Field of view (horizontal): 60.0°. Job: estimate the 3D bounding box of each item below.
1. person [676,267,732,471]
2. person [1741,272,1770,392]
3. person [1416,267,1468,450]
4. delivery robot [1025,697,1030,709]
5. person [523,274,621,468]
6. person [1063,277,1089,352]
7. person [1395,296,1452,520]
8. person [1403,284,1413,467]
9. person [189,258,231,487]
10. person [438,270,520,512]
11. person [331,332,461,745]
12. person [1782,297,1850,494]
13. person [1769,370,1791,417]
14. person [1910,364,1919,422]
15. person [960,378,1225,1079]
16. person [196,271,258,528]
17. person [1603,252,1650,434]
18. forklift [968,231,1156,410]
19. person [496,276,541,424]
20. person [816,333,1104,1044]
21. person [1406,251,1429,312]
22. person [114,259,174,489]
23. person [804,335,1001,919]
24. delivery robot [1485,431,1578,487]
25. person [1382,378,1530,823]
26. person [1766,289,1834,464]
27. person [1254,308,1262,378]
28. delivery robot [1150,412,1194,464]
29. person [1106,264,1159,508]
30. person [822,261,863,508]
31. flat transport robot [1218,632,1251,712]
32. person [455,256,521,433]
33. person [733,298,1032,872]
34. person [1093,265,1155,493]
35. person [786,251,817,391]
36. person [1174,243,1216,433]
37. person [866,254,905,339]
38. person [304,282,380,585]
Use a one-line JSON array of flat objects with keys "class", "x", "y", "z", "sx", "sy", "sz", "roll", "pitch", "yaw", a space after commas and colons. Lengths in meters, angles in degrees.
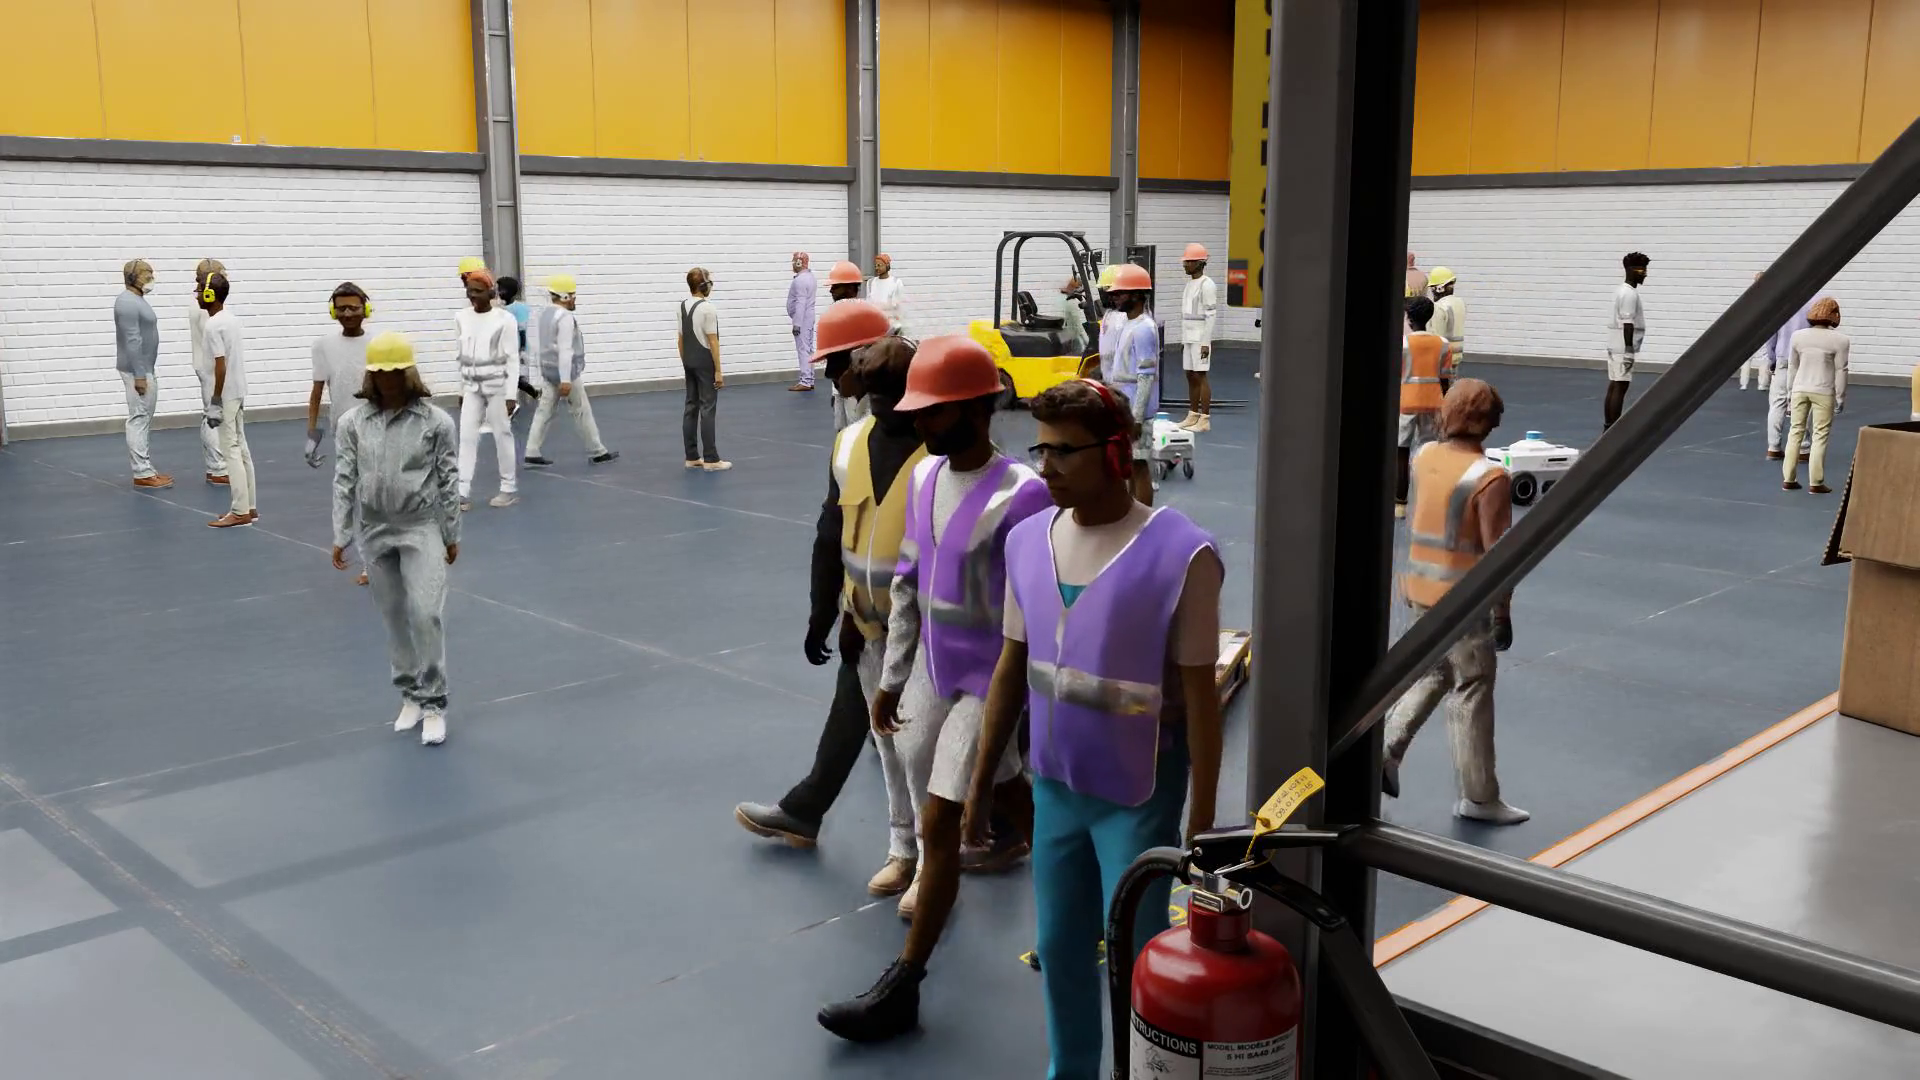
[{"class": "person", "x": -2.342, "y": -1.544, "z": 15.096, "sx": 0.507, "sy": 1.847, "sz": 0.346, "roll": 9, "pitch": 13, "yaw": 39}, {"class": "person", "x": 10.957, "y": -2.849, "z": 22.819, "sx": 0.546, "sy": 1.630, "sz": 0.332, "roll": 9, "pitch": 13, "yaw": 39}, {"class": "person", "x": 4.748, "y": -1.777, "z": 16.430, "sx": 0.403, "sy": 1.823, "sz": 0.588, "roll": 9, "pitch": 13, "yaw": 39}, {"class": "delivery robot", "x": -0.012, "y": 0.548, "z": 6.957, "sx": 0.707, "sy": 0.478, "sz": 0.477, "roll": 3, "pitch": 11, "yaw": 14}, {"class": "person", "x": -3.636, "y": -1.545, "z": 15.279, "sx": 0.925, "sy": 1.783, "sz": 0.613, "roll": -8, "pitch": 13, "yaw": -36}, {"class": "person", "x": 1.544, "y": -2.640, "z": 21.780, "sx": 0.876, "sy": 1.579, "sz": 0.511, "roll": 1, "pitch": 10, "yaw": 7}, {"class": "person", "x": 3.406, "y": -0.981, "z": 12.463, "sx": 0.544, "sy": 1.683, "sz": 0.359, "roll": -3, "pitch": 11, "yaw": -14}, {"class": "person", "x": 3.990, "y": -1.505, "z": 15.236, "sx": 0.912, "sy": 1.719, "sz": 0.526, "roll": -3, "pitch": 11, "yaw": -17}, {"class": "person", "x": -6.345, "y": -1.424, "z": 14.191, "sx": 0.368, "sy": 1.938, "sz": 0.633, "roll": -6, "pitch": 12, "yaw": -30}, {"class": "person", "x": -3.703, "y": -1.137, "z": 12.840, "sx": 0.607, "sy": 1.853, "sz": 0.796, "roll": 3, "pitch": 11, "yaw": 16}, {"class": "person", "x": -2.382, "y": 0.000, "z": 6.998, "sx": 0.492, "sy": 1.726, "sz": 0.634, "roll": 0, "pitch": 10, "yaw": -1}, {"class": "person", "x": 7.101, "y": -1.197, "z": 13.809, "sx": 0.280, "sy": 1.624, "sz": 0.494, "roll": -8, "pitch": 13, "yaw": -37}, {"class": "person", "x": 9.795, "y": -2.267, "z": 19.611, "sx": 0.278, "sy": 1.636, "sz": 0.506, "roll": -6, "pitch": 12, "yaw": -28}, {"class": "person", "x": 4.614, "y": -0.255, "z": 7.803, "sx": 0.545, "sy": 1.942, "sz": 0.351, "roll": -4, "pitch": 11, "yaw": -20}, {"class": "person", "x": 0.310, "y": 0.562, "z": 3.647, "sx": 0.437, "sy": 1.832, "sz": 0.604, "roll": -10, "pitch": 14, "yaw": -42}, {"class": "person", "x": -5.396, "y": -1.022, "z": 12.182, "sx": 0.335, "sy": 1.873, "sz": 0.519, "roll": -1, "pitch": 10, "yaw": -5}, {"class": "person", "x": 6.829, "y": -1.968, "z": 17.082, "sx": 0.369, "sy": 1.963, "sz": 0.609, "roll": 2, "pitch": 11, "yaw": 12}, {"class": "forklift", "x": 1.222, "y": -2.721, "z": 20.561, "sx": 2.313, "sy": 2.155, "sz": 1.214, "roll": 2, "pitch": 11, "yaw": 13}, {"class": "person", "x": -5.007, "y": -2.145, "z": 18.820, "sx": 0.543, "sy": 1.677, "sz": 0.528, "roll": 10, "pitch": 14, "yaw": 43}, {"class": "person", "x": 0.055, "y": 0.370, "z": 4.582, "sx": 1.031, "sy": 1.886, "sz": 0.537, "roll": -6, "pitch": 12, "yaw": -31}, {"class": "person", "x": 6.481, "y": -3.267, "z": 24.334, "sx": 0.683, "sy": 1.904, "sz": 0.402, "roll": -2, "pitch": 11, "yaw": -12}, {"class": "person", "x": -6.925, "y": -1.400, "z": 14.073, "sx": 0.370, "sy": 1.934, "sz": 0.627, "roll": -4, "pitch": 11, "yaw": -20}, {"class": "person", "x": -0.202, "y": 0.275, "z": 5.241, "sx": 0.650, "sy": 1.827, "sz": 0.557, "roll": 7, "pitch": 13, "yaw": 34}, {"class": "delivery robot", "x": 4.604, "y": -0.633, "z": 13.393, "sx": 0.707, "sy": 0.478, "sz": 0.477, "roll": -3, "pitch": 11, "yaw": -17}, {"class": "person", "x": 1.774, "y": 0.223, "z": 6.043, "sx": 0.491, "sy": 1.626, "sz": 0.558, "roll": -3, "pitch": 11, "yaw": -18}, {"class": "person", "x": 7.878, "y": -1.688, "z": 15.627, "sx": 0.355, "sy": 1.938, "sz": 0.634, "roll": -6, "pitch": 12, "yaw": -29}, {"class": "person", "x": 4.661, "y": -3.349, "z": 24.951, "sx": 0.625, "sy": 1.843, "sz": 0.430, "roll": -7, "pitch": 12, "yaw": -33}, {"class": "delivery robot", "x": 1.791, "y": -0.894, "z": 14.818, "sx": 0.477, "sy": 0.478, "sz": 0.707, "roll": -4, "pitch": 11, "yaw": -20}, {"class": "person", "x": 1.154, "y": -0.878, "z": 11.213, "sx": 0.360, "sy": 1.938, "sz": 0.546, "roll": -1, "pitch": 10, "yaw": -4}, {"class": "person", "x": -0.860, "y": -1.156, "z": 12.726, "sx": 0.361, "sy": 1.935, "sz": 0.553, "roll": -6, "pitch": 12, "yaw": -28}, {"class": "flat transport robot", "x": 0.924, "y": 0.615, "z": 7.617, "sx": 0.652, "sy": 0.197, "sz": 1.431, "roll": 4, "pitch": 11, "yaw": 18}, {"class": "person", "x": -5.120, "y": -2.099, "z": 17.950, "sx": 0.546, "sy": 1.907, "sz": 0.607, "roll": -4, "pitch": 11, "yaw": -20}, {"class": "person", "x": -0.244, "y": 0.161, "z": 5.599, "sx": 1.062, "sy": 1.923, "sz": 0.690, "roll": 0, "pitch": 10, "yaw": 1}, {"class": "person", "x": 1.216, "y": -1.297, "z": 13.645, "sx": 0.912, "sy": 1.882, "sz": 0.595, "roll": -4, "pitch": 11, "yaw": -22}, {"class": "person", "x": -2.187, "y": -3.007, "z": 22.907, "sx": 0.407, "sy": 1.908, "sz": 0.641, "roll": 1, "pitch": 10, "yaw": 7}, {"class": "person", "x": 2.529, "y": -2.173, "z": 17.984, "sx": 0.381, "sy": 2.041, "sz": 0.616, "roll": -3, "pitch": 11, "yaw": -16}, {"class": "person", "x": -1.004, "y": -2.810, "z": 21.893, "sx": 0.586, "sy": 1.882, "sz": 0.342, "roll": 6, "pitch": 12, "yaw": 29}, {"class": "person", "x": -3.655, "y": -0.611, "z": 9.989, "sx": 0.540, "sy": 1.845, "sz": 0.707, "roll": -1, "pitch": 10, "yaw": -5}]
